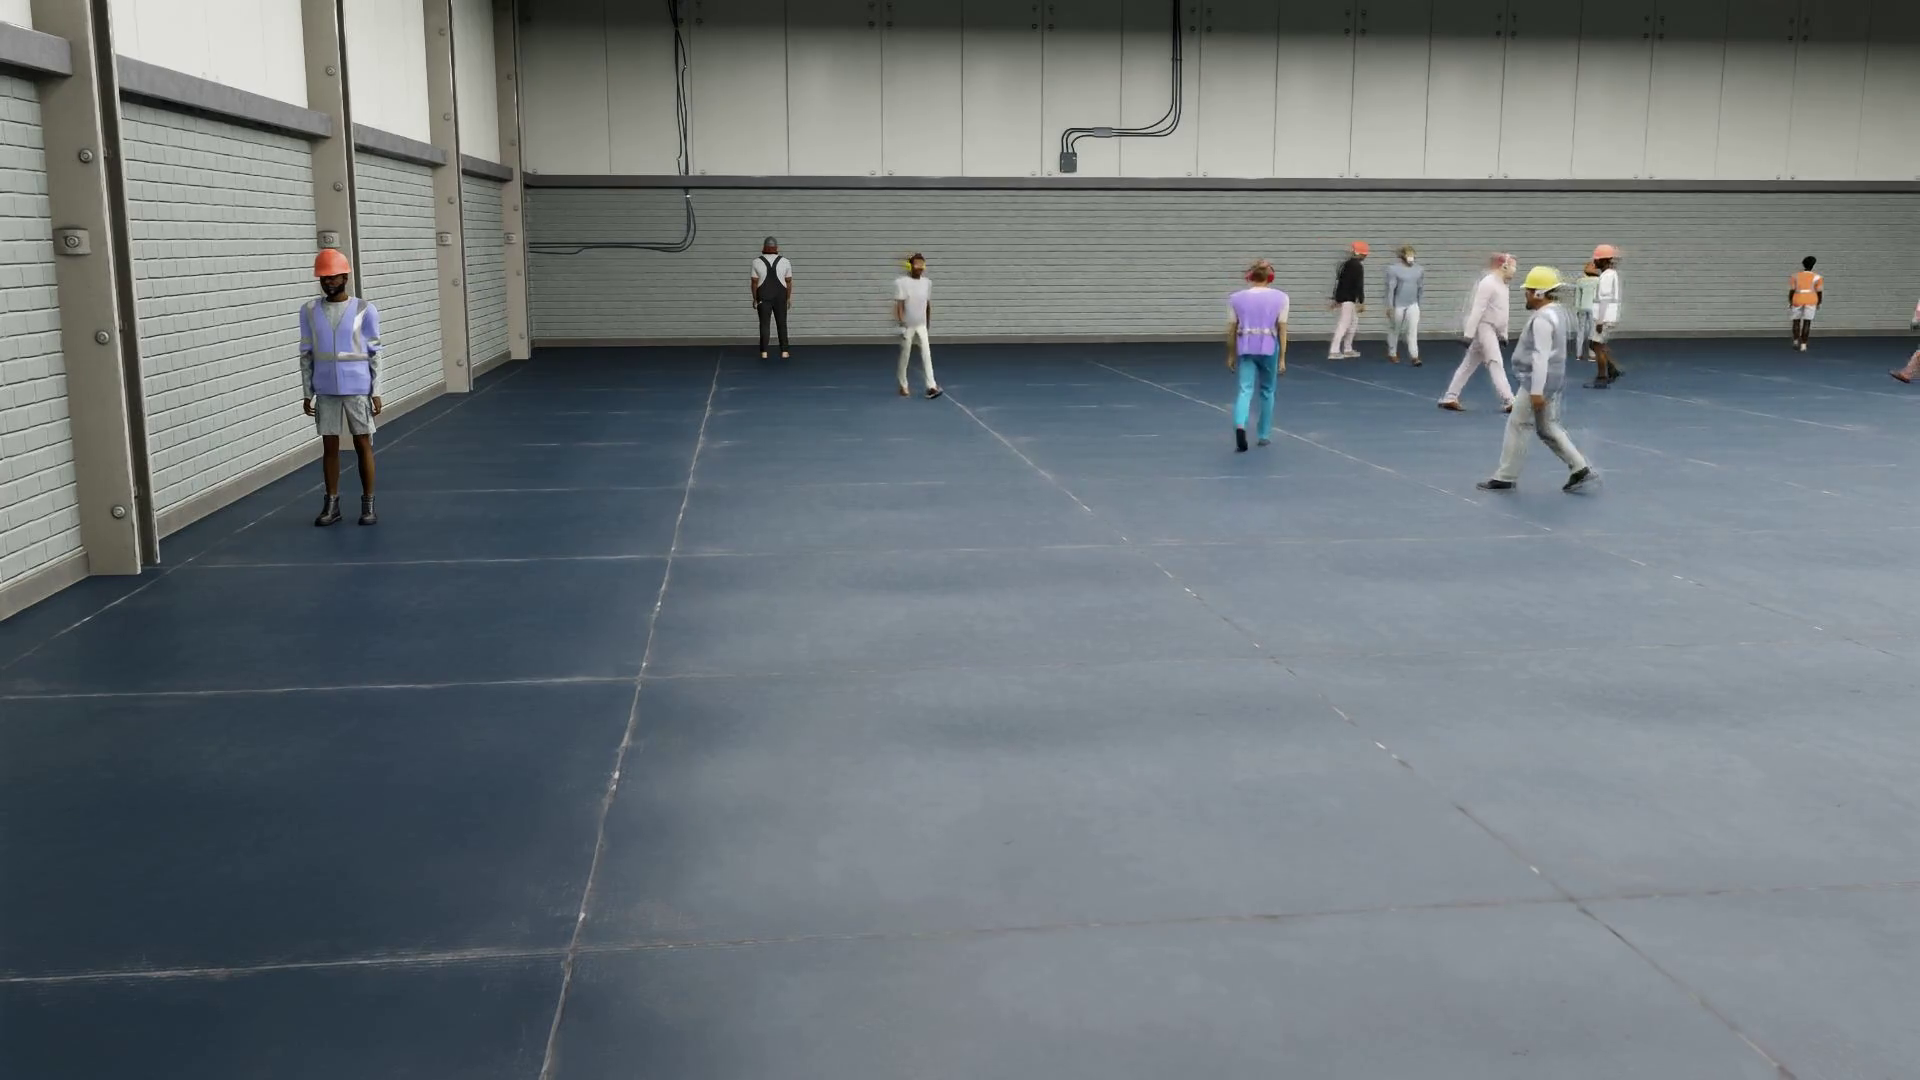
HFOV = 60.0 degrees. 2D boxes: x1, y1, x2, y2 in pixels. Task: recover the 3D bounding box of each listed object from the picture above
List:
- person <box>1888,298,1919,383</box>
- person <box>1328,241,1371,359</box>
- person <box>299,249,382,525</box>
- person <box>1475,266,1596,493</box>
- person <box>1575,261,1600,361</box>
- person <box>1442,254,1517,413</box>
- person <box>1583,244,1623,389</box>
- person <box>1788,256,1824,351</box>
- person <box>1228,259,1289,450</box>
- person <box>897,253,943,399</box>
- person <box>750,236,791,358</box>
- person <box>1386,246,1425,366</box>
[{"bbox_3d":[13.120,-3.010,22.553,0.678,1.856,0.965,-8,13,-36],"label":"person"},{"bbox_3d":[6.464,-3.968,27.571,0.733,1.942,0.638,-1,10,-5],"label":"person"},{"bbox_3d":[-4.338,-1.059,11.661,0.552,1.935,0.360,-1,10,-6],"label":"person"},{"bbox_3d":[4.591,-1.252,13.095,0.852,1.803,0.607,6,12,29],"label":"person"},{"bbox_3d":[10.327,-3.753,27.264,0.278,1.633,0.507,-9,14,-41],"label":"person"},{"bbox_3d":[6.103,-2.369,19.171,1.067,1.823,0.650,5,11,25],"label":"person"},{"bbox_3d":[8.578,-2.972,22.188,0.435,1.920,0.574,5,12,26],"label":"person"},{"bbox_3d":[15.102,-4.219,29.688,0.547,1.675,0.572,7,13,34],"label":"person"},{"bbox_3d":[2.837,-1.773,15.906,0.569,1.822,0.842,4,11,20],"label":"person"},{"bbox_3d":[-0.550,-2.675,20.860,0.516,1.818,0.991,-4,11,-23],"label":"person"},{"bbox_3d":[-3.178,-4.084,27.959,0.683,2.000,0.536,-2,10,-10],"label":"person"},{"bbox_3d":[7.040,-3.699,26.311,0.645,1.887,1.044,-1,10,-8],"label":"person"}]
